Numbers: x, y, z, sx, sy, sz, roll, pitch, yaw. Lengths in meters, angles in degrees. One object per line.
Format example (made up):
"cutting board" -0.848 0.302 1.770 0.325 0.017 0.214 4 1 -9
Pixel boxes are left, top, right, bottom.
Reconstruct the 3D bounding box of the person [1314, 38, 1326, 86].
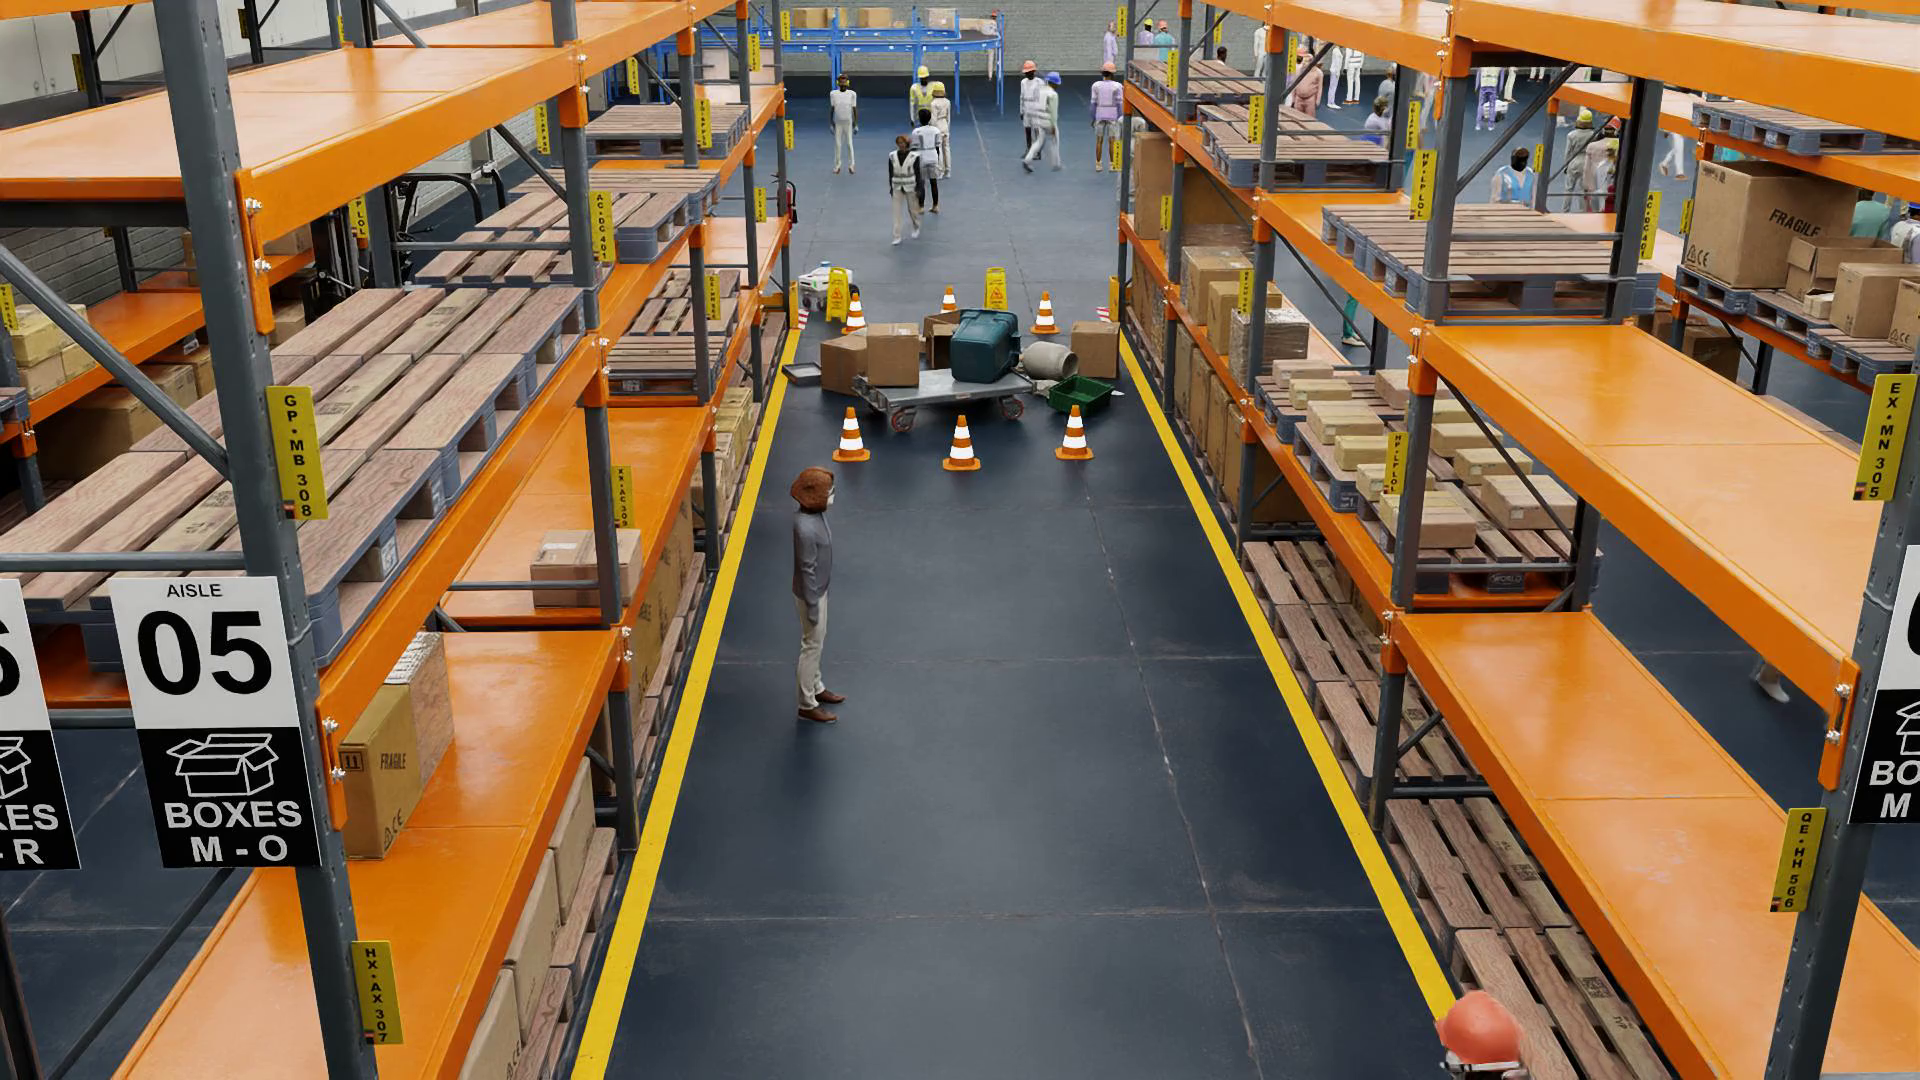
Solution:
"person" 10.193 -13.803 46.994 0.382 1.929 0.541 12 24 30

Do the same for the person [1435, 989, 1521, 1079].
"person" 1.512 2.159 5.072 0.571 1.739 0.397 -5 21 -12

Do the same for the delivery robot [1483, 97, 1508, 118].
"delivery robot" 12.673 -10.247 39.376 0.477 0.478 0.707 19 28 41

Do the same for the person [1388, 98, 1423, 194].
"person" 7.432 -6.520 27.914 0.565 1.810 0.935 -5 21 -14

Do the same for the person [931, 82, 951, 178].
"person" -0.384 -7.602 30.862 0.318 1.742 0.492 17 27 38

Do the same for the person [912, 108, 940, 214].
"person" -0.556 -6.189 27.204 0.537 1.693 0.319 -12 24 -29

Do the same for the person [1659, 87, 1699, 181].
"person" 13.348 -7.649 30.846 0.585 1.852 0.926 -5 21 -13

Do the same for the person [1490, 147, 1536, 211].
"person" 7.240 -4.225 21.821 0.626 1.832 0.429 -5 21 -13

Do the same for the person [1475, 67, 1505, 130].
"person" 11.980 -10.248 37.638 0.607 1.909 0.408 6 22 16

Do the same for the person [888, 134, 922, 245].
"person" -0.806 -5.279 24.910 0.523 1.611 0.801 6 21 15

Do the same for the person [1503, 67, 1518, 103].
"person" 14.351 -12.282 43.065 0.328 1.865 0.521 1 21 3

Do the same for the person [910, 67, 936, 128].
"person" -0.680 -8.238 32.360 0.597 1.867 0.985 2 21 6

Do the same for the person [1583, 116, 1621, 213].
"person" 9.160 -5.007 23.657 0.609 1.991 0.384 16 26 36

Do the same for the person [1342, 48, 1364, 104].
"person" 10.100 -12.157 42.707 0.575 1.883 0.362 -10 23 -25

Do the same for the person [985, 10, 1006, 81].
"person" 1.024 -14.462 48.644 0.623 1.992 0.396 3 21 7

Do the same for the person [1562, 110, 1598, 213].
"person" 9.869 -5.943 26.473 0.492 1.746 0.284 11 23 26

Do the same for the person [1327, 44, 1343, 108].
"person" 9.482 -11.778 41.876 0.325 1.762 0.524 1 21 2

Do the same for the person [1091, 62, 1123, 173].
"person" 2.787 -8.009 31.521 0.615 2.039 0.382 6 22 16

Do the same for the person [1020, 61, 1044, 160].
"person" 1.408 -8.546 33.113 0.549 1.925 0.401 16 26 37

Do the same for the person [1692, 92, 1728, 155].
"person" 15.287 -8.784 33.790 0.351 1.882 0.581 -10 23 -25

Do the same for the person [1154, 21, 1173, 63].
"person" 5.326 -12.678 43.925 0.608 1.996 0.382 -13 24 -31

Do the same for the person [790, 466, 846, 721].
"person" -0.871 0.323 10.082 0.295 1.622 0.511 0 21 1

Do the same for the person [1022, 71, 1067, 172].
"person" 1.624 -7.908 31.476 0.889 1.892 0.637 -11 23 -26

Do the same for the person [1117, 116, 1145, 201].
"person" 2.920 -6.660 28.394 0.491 1.730 0.323 8 22 20

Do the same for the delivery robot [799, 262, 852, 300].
"delivery robot" -1.690 -3.249 20.878 0.477 0.478 0.707 17 27 37

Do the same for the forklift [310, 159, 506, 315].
"forklift" -5.622 -2.910 17.832 2.313 2.155 1.214 -1 21 -1

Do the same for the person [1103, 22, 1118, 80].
"person" 4.062 -12.991 44.900 0.395 1.899 0.641 2 21 5

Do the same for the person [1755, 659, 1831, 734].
"person" 5.202 0.365 10.023 0.570 1.583 0.861 -1 21 -3

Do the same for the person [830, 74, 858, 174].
"person" -2.181 -7.825 31.308 0.529 1.856 0.369 1 21 3

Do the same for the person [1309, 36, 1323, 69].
"person" 10.201 -14.039 47.686 0.624 1.875 0.531 -14 25 -33

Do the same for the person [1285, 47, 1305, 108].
"person" 7.354 -9.801 36.412 0.565 1.931 0.383 -7 22 -19

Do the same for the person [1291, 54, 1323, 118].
"person" 7.265 -9.239 34.968 0.644 1.903 0.400 12 24 28

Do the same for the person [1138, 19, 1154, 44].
"person" 5.134 -13.342 45.779 0.371 1.926 0.584 -16 26 -35

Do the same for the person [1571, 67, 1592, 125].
"person" 14.476 -10.478 38.632 0.283 1.624 0.509 14 25 32

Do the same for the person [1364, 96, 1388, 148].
"person" 6.643 -6.148 26.748 0.352 1.936 0.635 7 22 18
